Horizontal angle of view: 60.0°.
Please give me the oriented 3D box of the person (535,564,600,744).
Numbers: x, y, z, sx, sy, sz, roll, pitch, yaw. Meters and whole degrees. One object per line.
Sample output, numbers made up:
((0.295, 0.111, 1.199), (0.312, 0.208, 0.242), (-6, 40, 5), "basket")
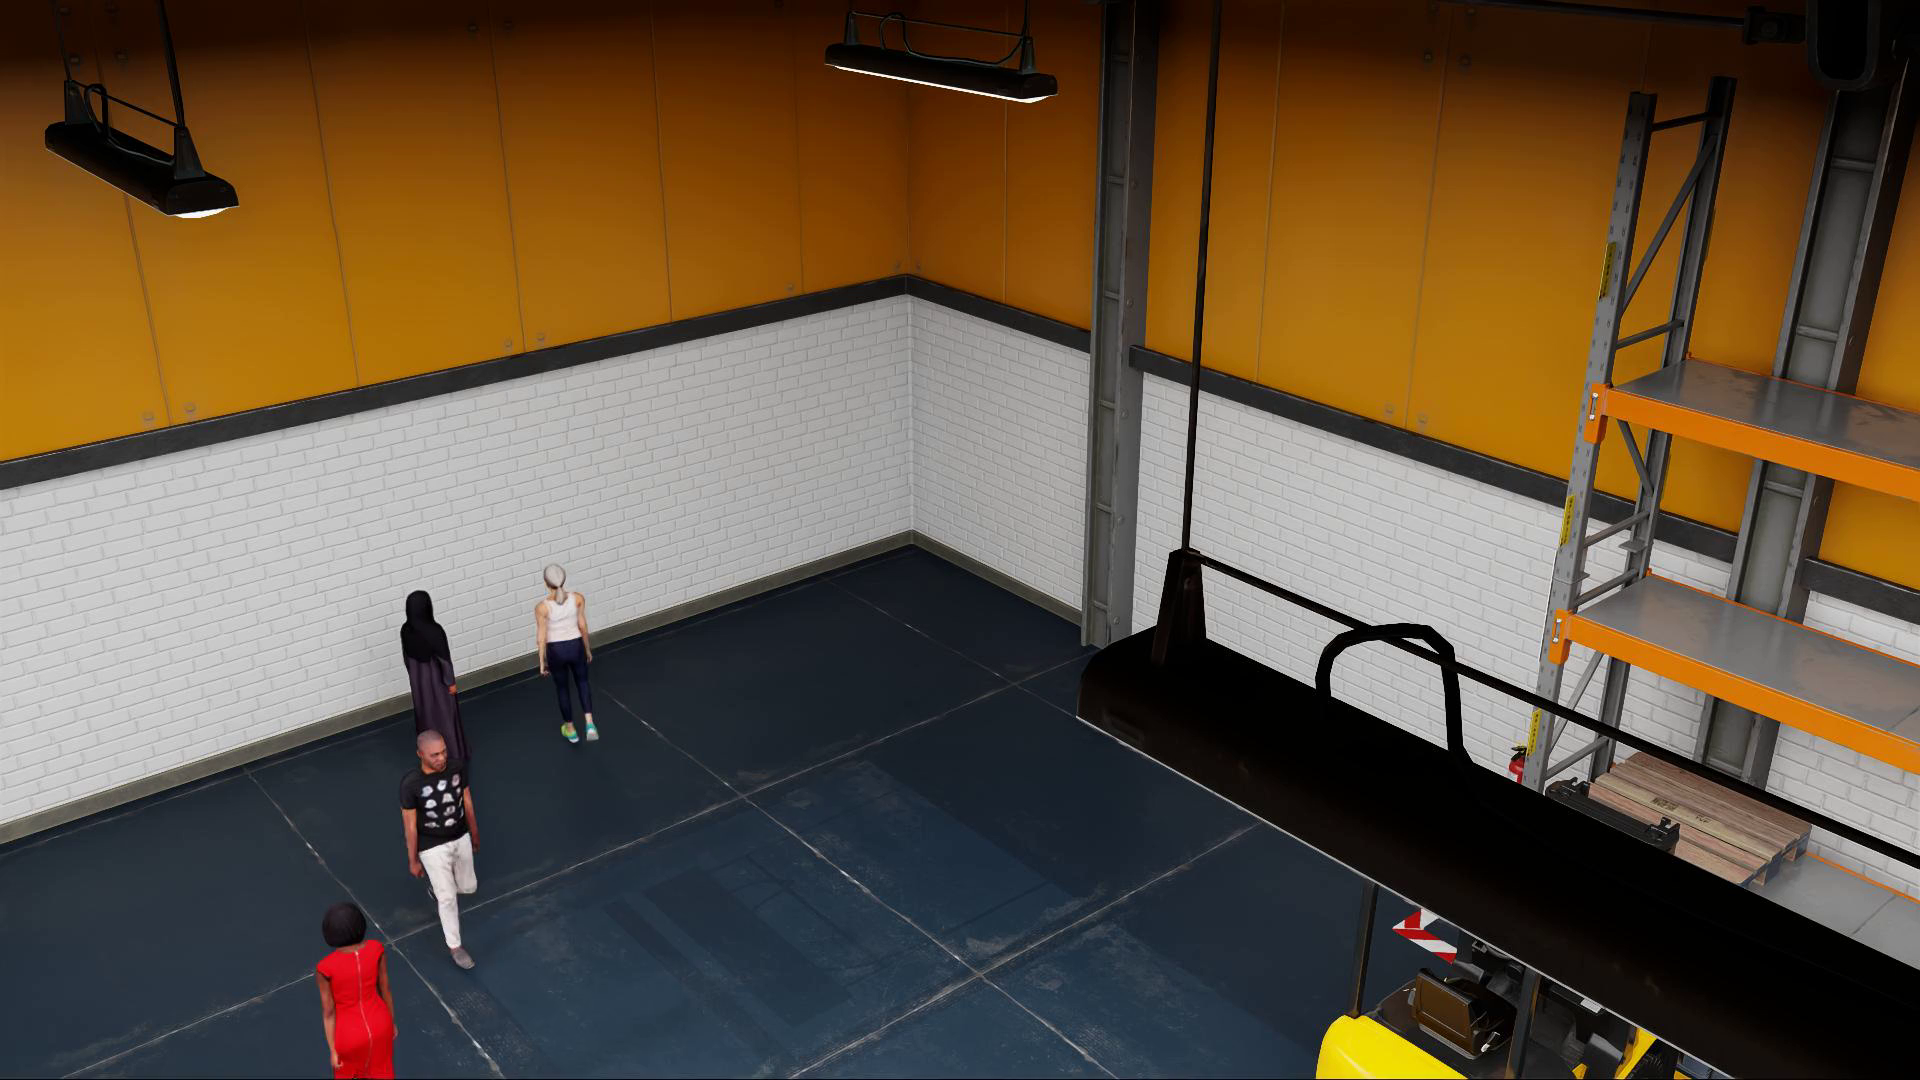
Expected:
((-3.309, 1.011, 14.111), (0.703, 1.695, 0.888), (-13, 27, -27), "person")

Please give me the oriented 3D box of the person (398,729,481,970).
((-3.620, 2.078, 11.556), (0.695, 1.785, 0.956), (-19, 30, -37), "person")

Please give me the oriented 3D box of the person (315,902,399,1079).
((-3.465, 2.927, 9.698), (0.585, 1.717, 0.692), (-19, 30, -37), "person")

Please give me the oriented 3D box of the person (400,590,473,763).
((-4.421, 1.152, 13.888), (0.663, 1.615, 0.760), (10, 26, 22), "person")
